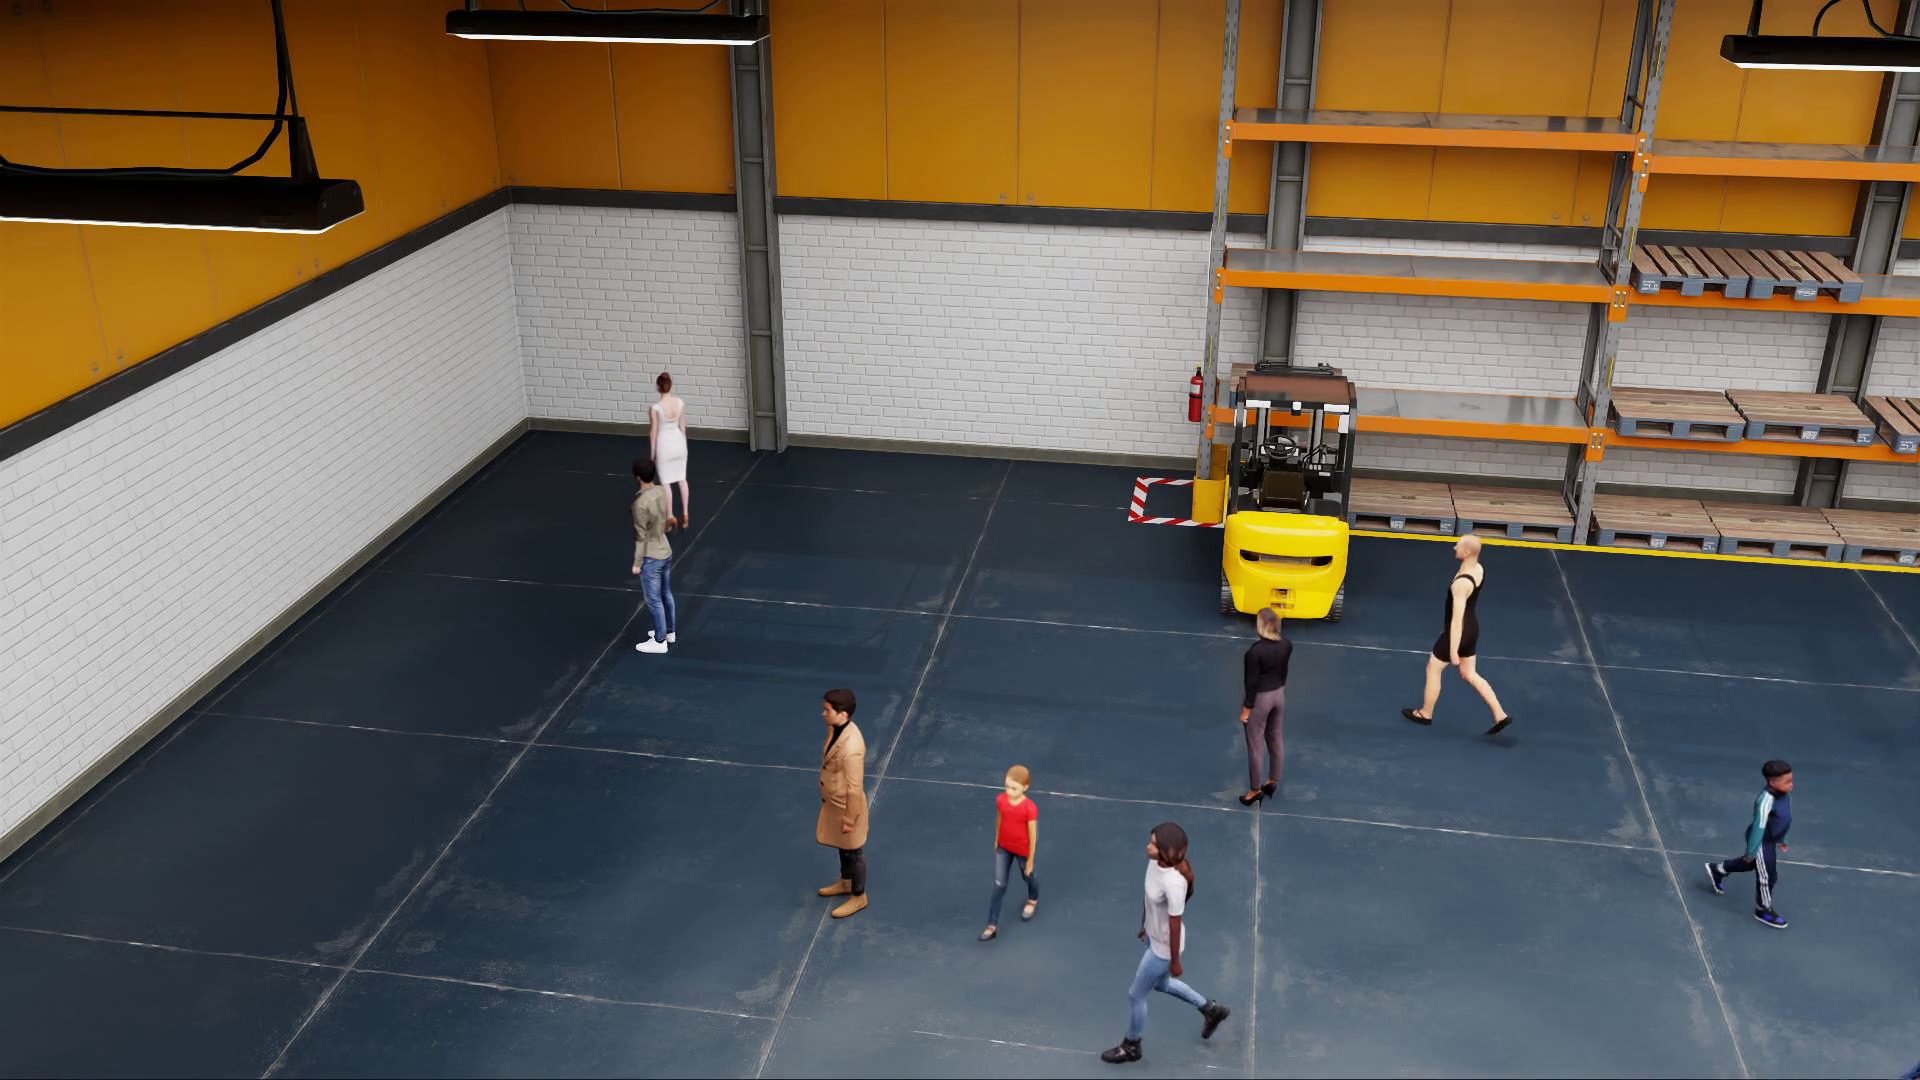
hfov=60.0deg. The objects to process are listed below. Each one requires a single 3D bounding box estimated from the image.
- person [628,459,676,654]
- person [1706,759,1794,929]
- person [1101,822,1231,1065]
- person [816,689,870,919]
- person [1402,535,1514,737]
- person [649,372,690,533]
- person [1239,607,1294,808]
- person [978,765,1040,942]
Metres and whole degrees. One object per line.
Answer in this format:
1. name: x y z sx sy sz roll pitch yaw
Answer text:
1. person: -2.782 0.137 15.137 0.612 1.868 0.720 7 24 15
2. person: 5.538 2.047 11.553 0.813 1.240 0.923 -20 31 -38
3. person: 1.305 2.445 10.075 1.123 1.692 0.802 -3 24 -6
4. person: -0.794 1.790 11.530 0.788 1.727 0.755 -9 25 -20
5. person: 4.202 0.816 13.687 1.230 1.786 1.008 18 29 35
6. person: -3.075 -0.930 17.673 0.614 1.792 0.681 -14 27 -29
7. person: 2.344 1.283 12.762 0.671 1.670 0.728 -16 28 -32
8. person: 0.424 2.091 11.401 0.895 1.280 0.753 12 27 26
